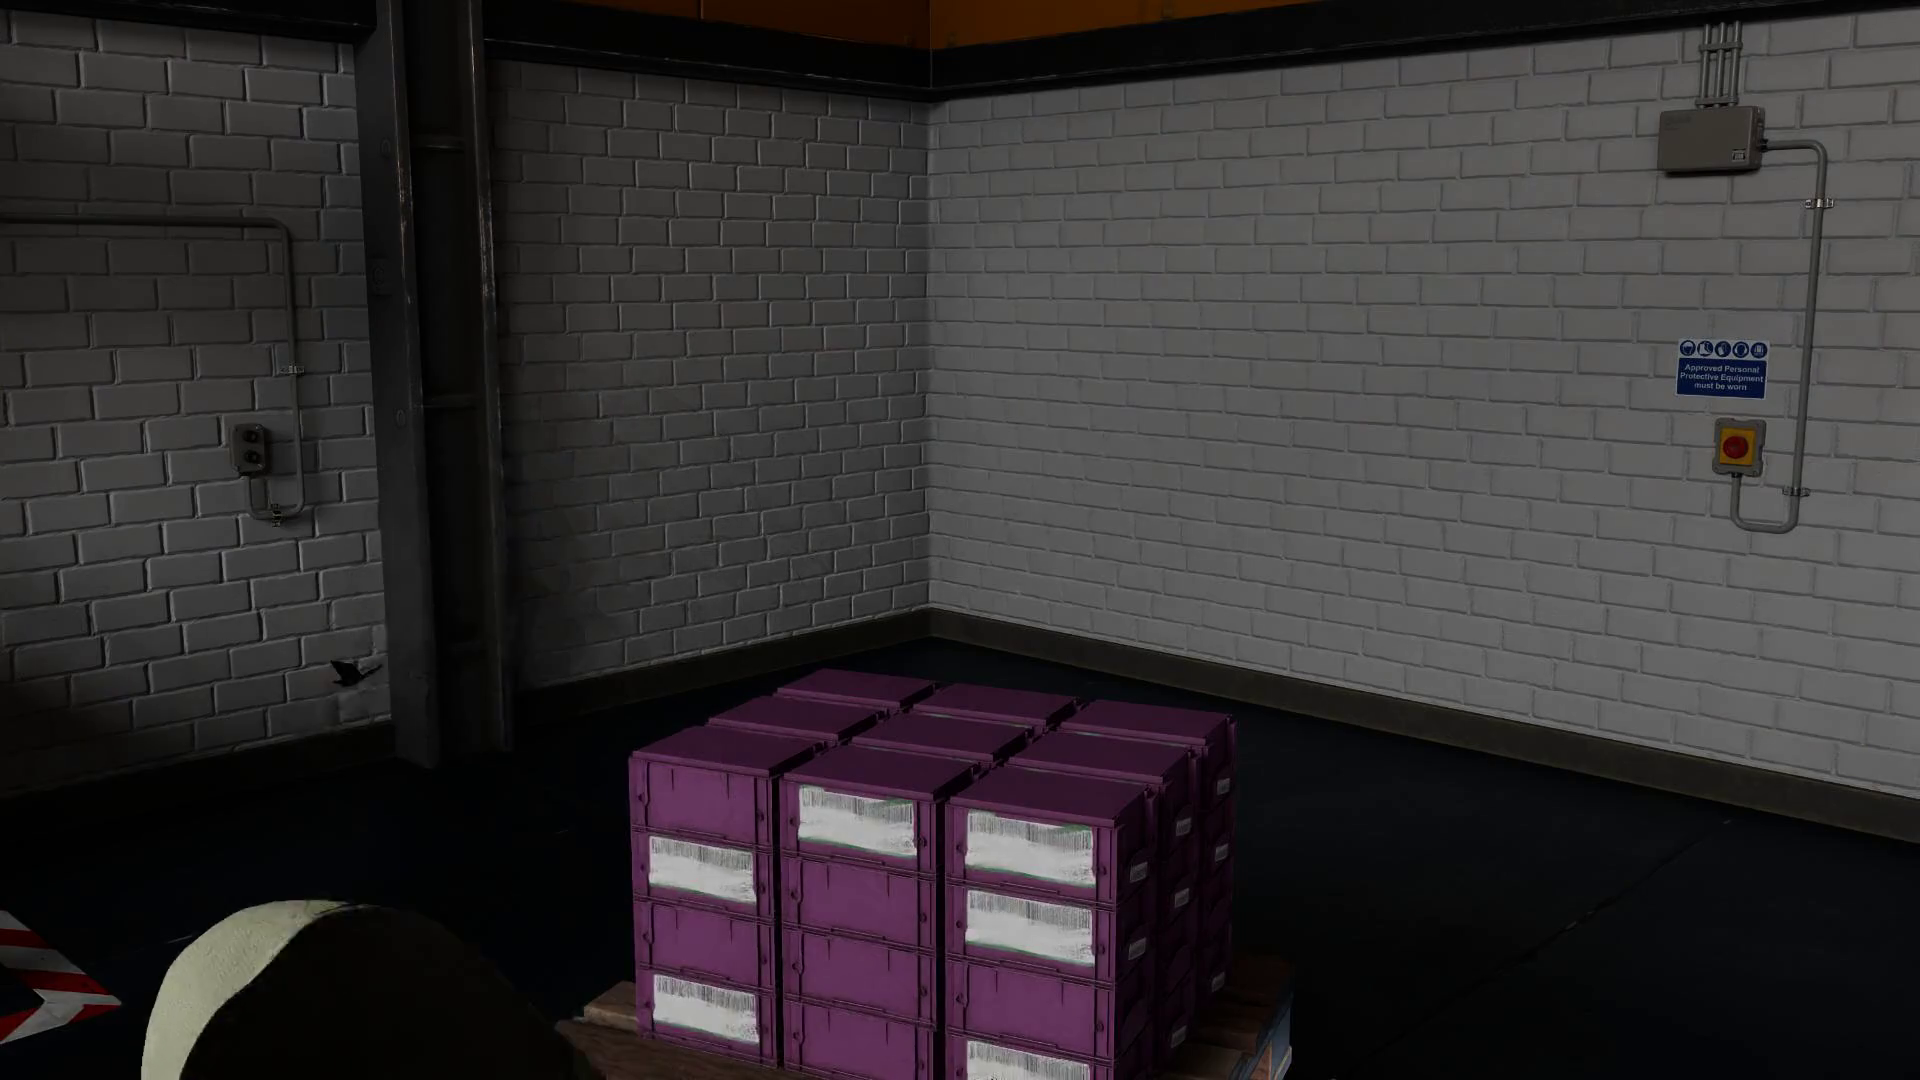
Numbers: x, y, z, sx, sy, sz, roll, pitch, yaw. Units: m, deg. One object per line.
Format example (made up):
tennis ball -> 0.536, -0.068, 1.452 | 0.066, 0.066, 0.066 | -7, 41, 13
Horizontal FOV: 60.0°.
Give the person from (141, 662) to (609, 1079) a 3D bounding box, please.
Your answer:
person -> -0.431, 0.895, 0.978 | 0.978, 1.947, 0.611 | -6, 11, -33
